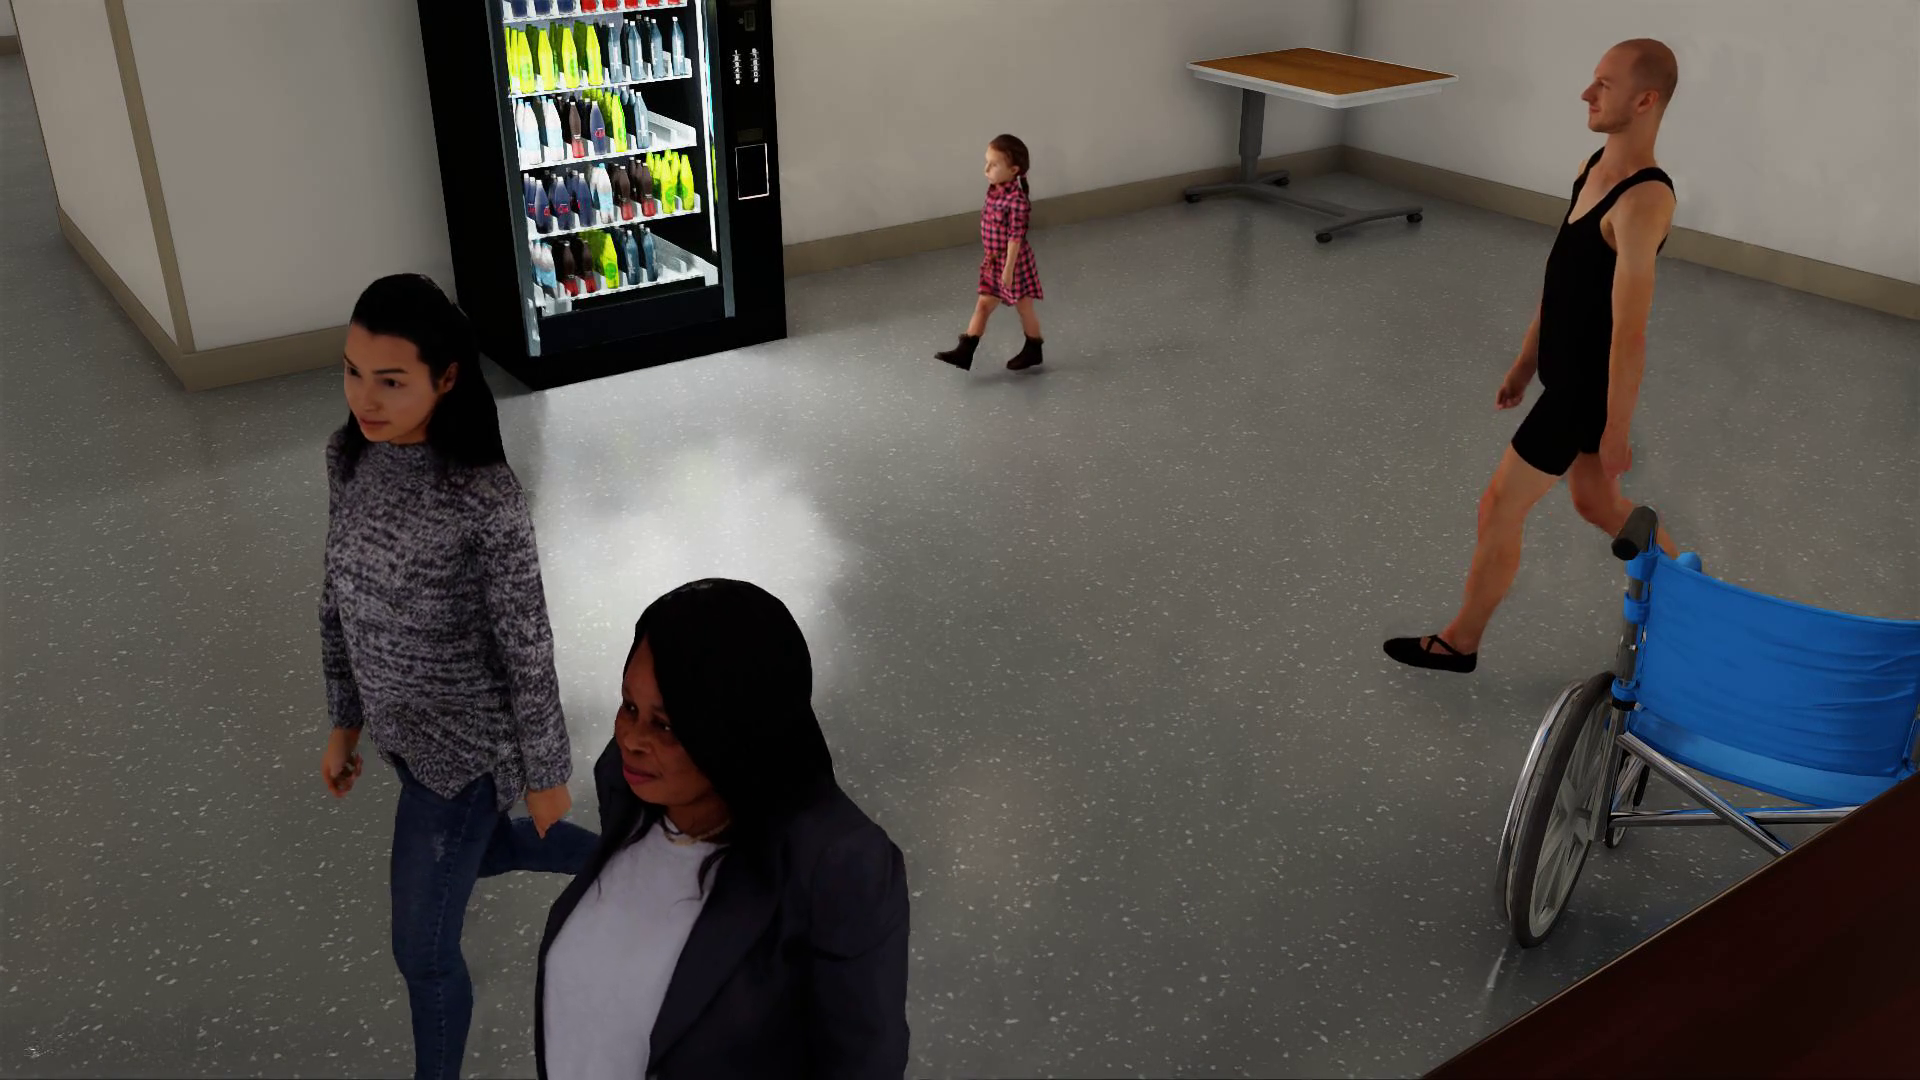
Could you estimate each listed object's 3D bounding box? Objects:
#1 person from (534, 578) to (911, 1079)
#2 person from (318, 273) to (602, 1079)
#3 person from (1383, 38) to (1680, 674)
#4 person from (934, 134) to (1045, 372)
[{"bbox_3d":[-0.246,0.771,2.289,0.913,1.559,1.155,17,31,32],"label":"person"},{"bbox_3d":[-0.849,0.332,3.039,0.847,1.697,1.214,20,32,35],"label":"person"},{"bbox_3d":[1.767,-0.396,4.454,1.207,1.778,1.162,5,26,10],"label":"person"},{"bbox_3d":[0.243,-1.185,6.985,0.719,1.002,0.461,-15,29,-28],"label":"person"}]
